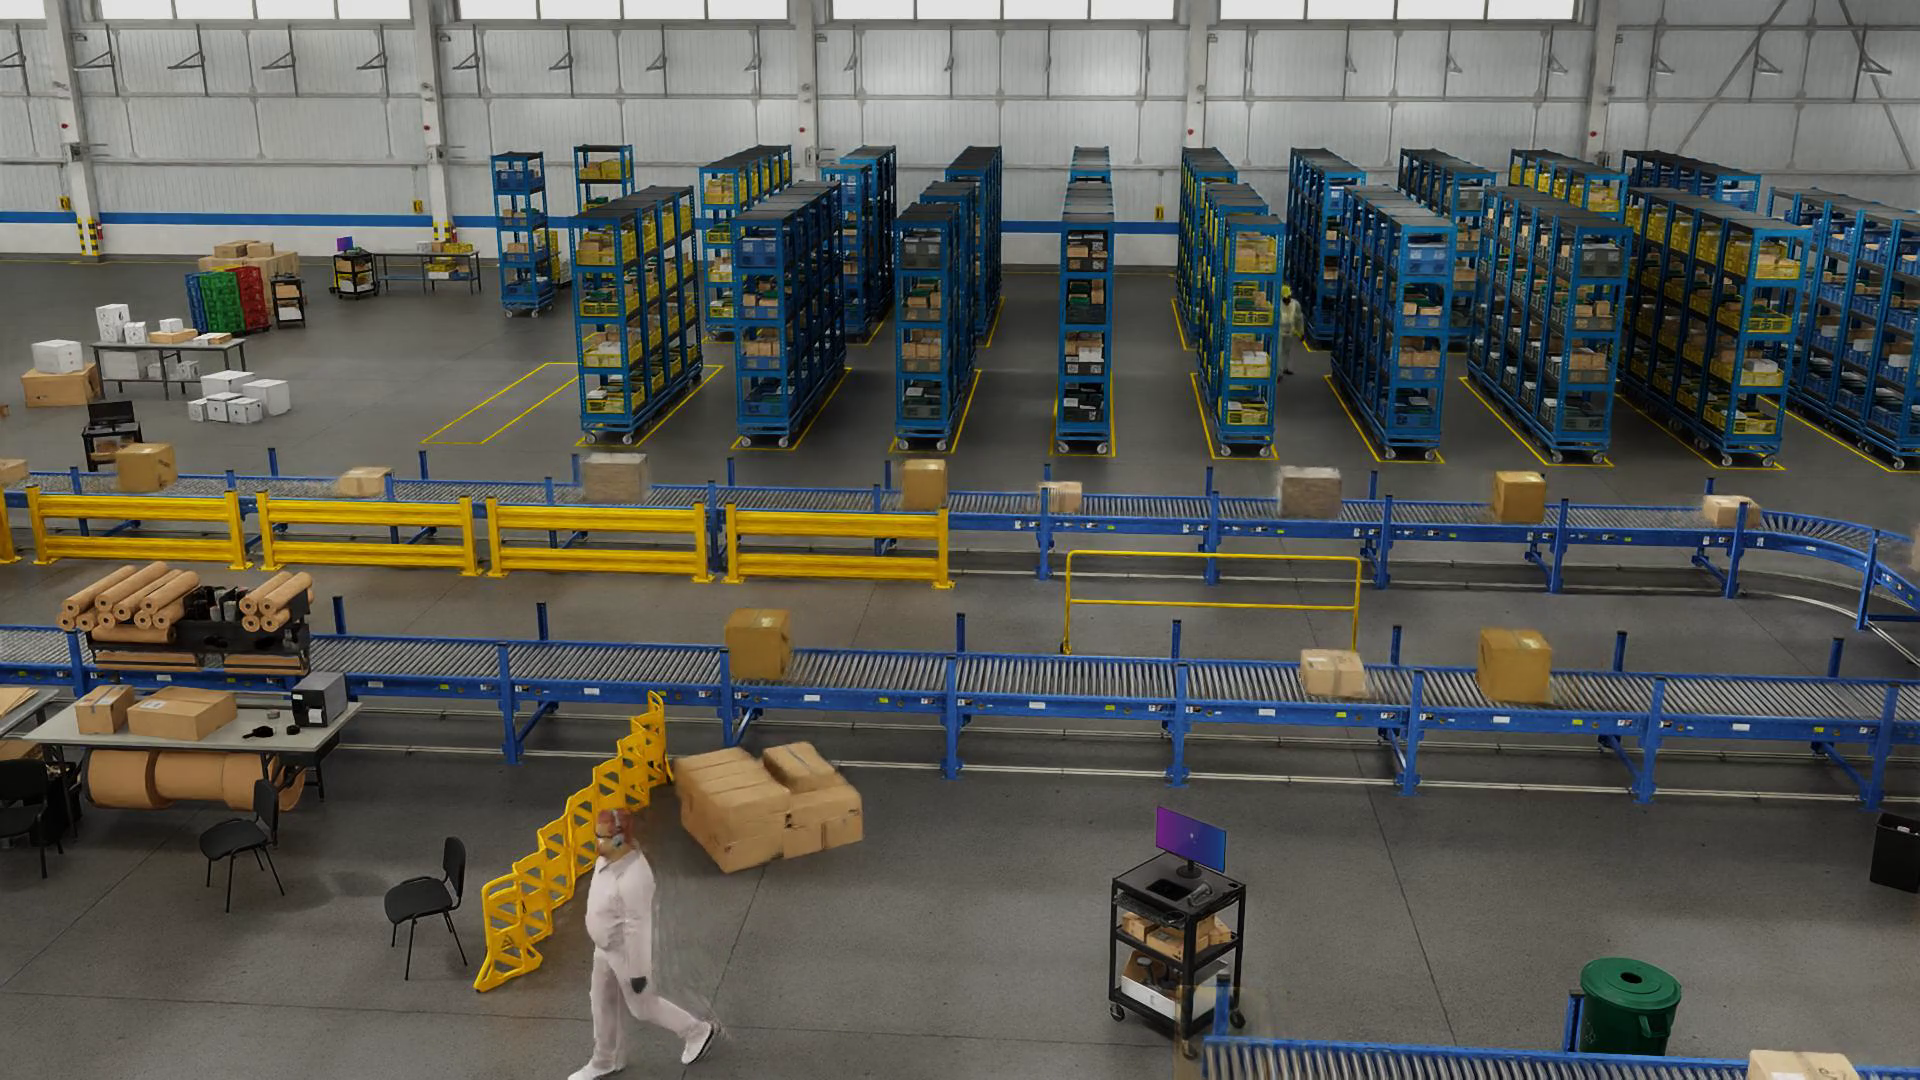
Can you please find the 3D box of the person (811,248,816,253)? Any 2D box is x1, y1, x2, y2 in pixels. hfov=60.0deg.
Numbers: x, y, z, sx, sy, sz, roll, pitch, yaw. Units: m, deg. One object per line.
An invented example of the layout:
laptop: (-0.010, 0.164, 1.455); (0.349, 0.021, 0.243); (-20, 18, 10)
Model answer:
person: (-3.490, -6.712, 39.852); (0.395, 1.837, 0.564); (-1, 18, -4)

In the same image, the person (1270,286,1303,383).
person: (6.063, -3.850, 30.902); (0.645, 1.770, 0.883); (-3, 18, -9)

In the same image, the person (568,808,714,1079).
person: (-2.046, 2.532, 10.457); (0.857, 1.881, 0.651); (-9, 19, -26)
